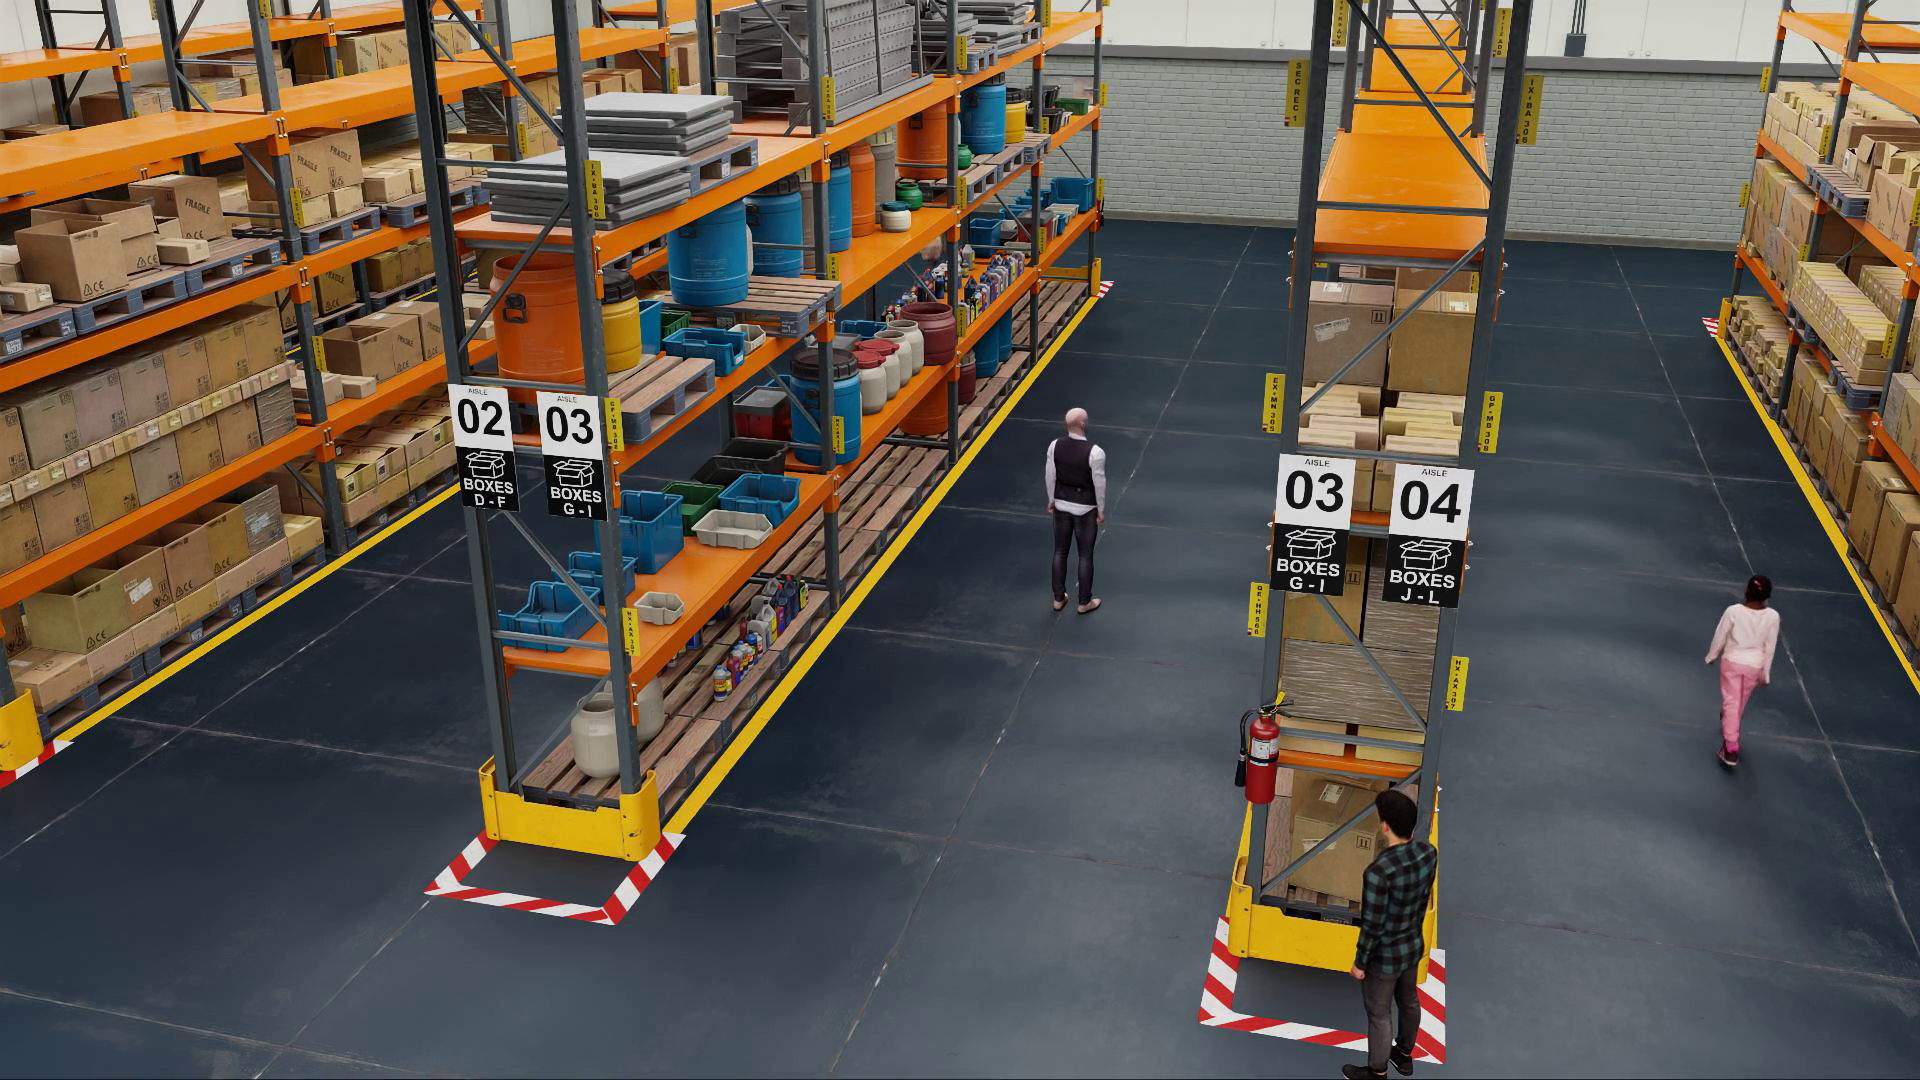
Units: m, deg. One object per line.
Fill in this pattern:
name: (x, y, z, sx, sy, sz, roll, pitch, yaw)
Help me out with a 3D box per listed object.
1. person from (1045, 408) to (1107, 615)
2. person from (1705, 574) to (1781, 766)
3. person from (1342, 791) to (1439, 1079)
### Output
person: (0.990, -0.256, 14.352, 0.728, 1.822, 0.638, 10, 24, 23)
person: (5.638, 0.939, 11.978, 0.598, 1.408, 1.004, 4, 23, 10)
person: (2.232, 2.053, 8.512, 0.717, 1.713, 0.779, -15, 27, -32)
